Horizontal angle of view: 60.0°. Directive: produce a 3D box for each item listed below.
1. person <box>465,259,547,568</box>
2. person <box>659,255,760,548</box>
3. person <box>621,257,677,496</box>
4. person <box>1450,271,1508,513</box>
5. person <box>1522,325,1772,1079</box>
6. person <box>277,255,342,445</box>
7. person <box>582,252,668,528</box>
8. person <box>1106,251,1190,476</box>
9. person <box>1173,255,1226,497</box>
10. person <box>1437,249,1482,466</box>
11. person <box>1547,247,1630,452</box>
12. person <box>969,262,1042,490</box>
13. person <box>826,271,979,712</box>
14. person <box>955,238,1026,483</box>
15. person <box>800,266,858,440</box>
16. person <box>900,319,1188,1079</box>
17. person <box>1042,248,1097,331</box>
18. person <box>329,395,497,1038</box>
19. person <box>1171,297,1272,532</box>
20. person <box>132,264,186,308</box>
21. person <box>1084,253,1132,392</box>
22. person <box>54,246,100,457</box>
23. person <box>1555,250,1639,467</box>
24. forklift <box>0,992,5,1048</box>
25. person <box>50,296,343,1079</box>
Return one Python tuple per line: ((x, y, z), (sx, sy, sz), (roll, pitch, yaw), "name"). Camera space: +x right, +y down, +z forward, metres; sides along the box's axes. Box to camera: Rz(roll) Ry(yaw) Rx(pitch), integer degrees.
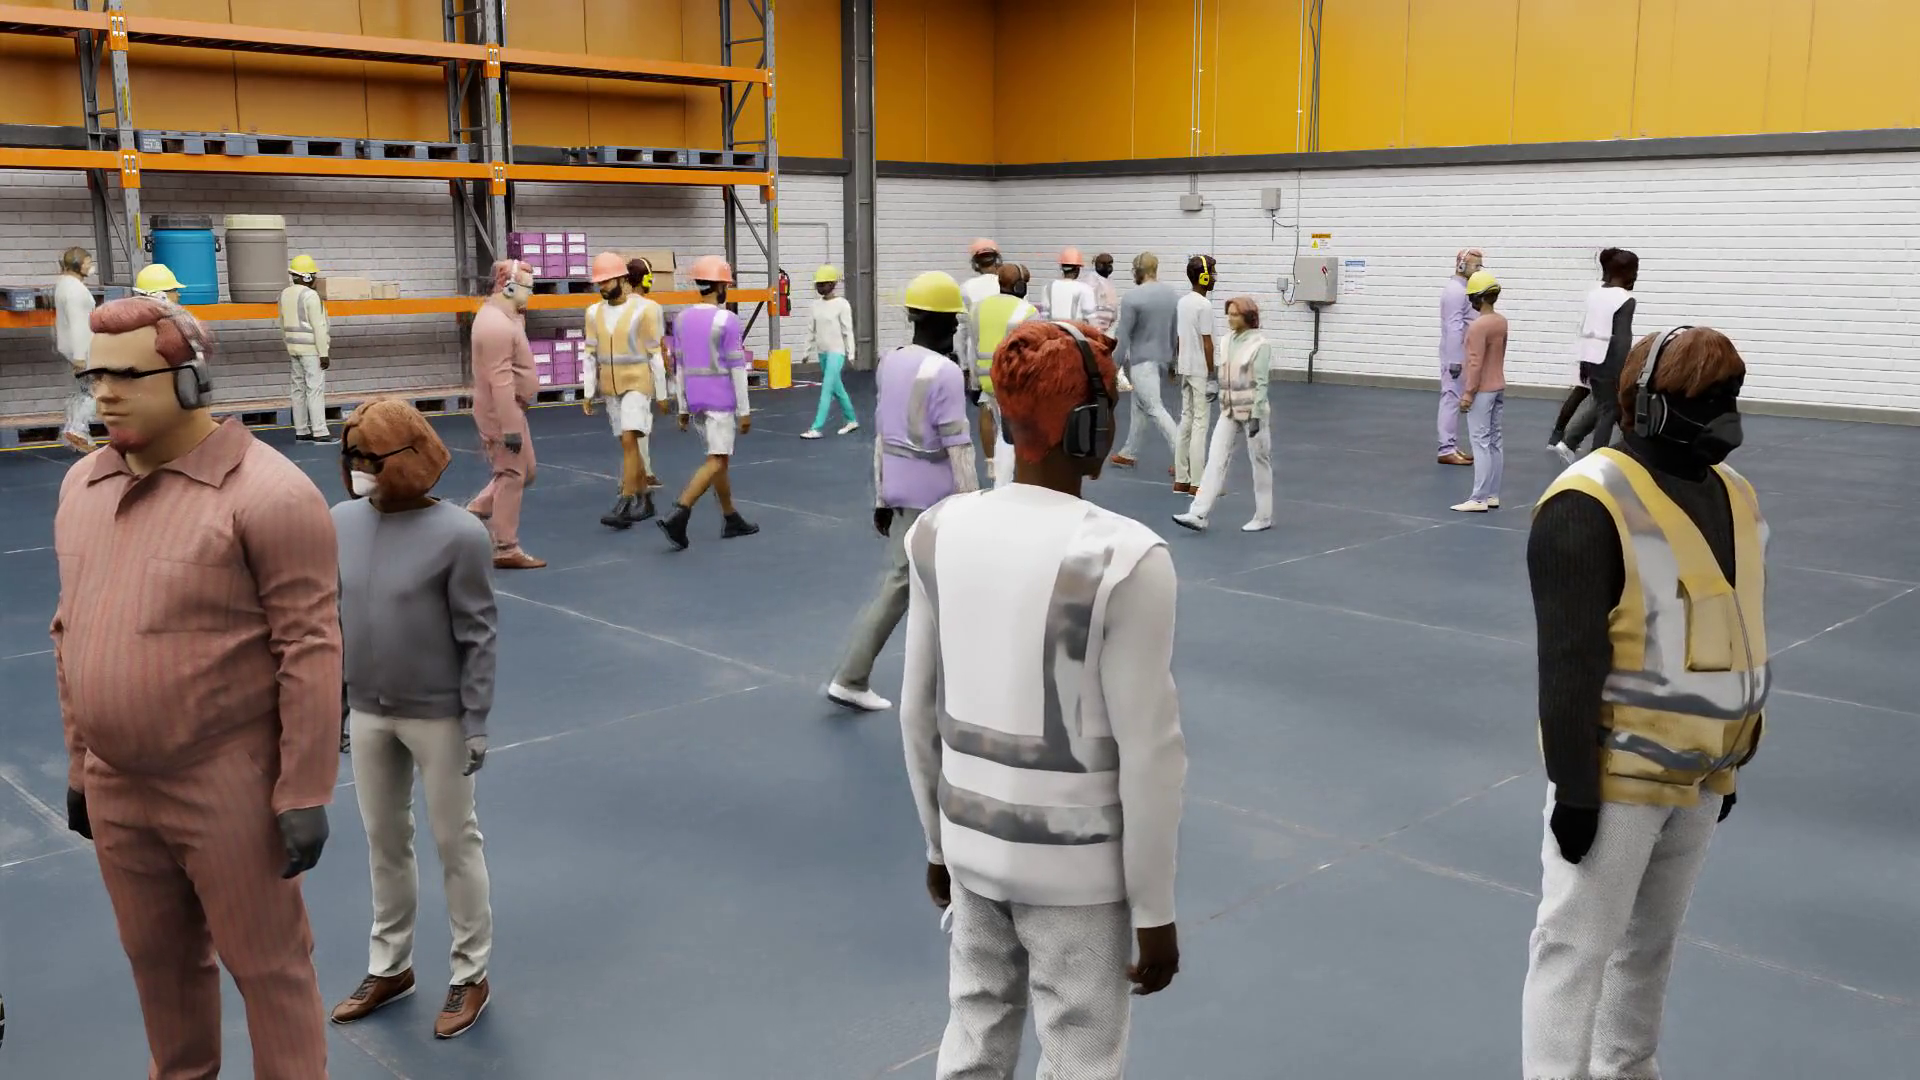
((-2.780, -0.738, 10.007), (0.509, 1.880, 0.681), (-2, 11, -13), "person")
((-1.655, -0.899, 10.851), (0.556, 1.904, 0.901), (8, 13, 35), "person")
((-2.444, -1.273, 13.010), (0.542, 1.842, 0.711), (6, 12, 31), "person")
((3.821, -1.081, 12.207), (0.328, 1.761, 0.523), (9, 14, 40), "person")
((1.440, 0.478, 3.479), (0.624, 1.845, 0.430), (-7, 13, -34), "person")
((-6.308, -1.835, 16.114), (0.587, 1.835, 0.403), (7, 12, 33), "person")
((-2.396, -1.029, 11.548), (0.552, 1.894, 0.896), (4, 11, 22), "person")
((1.648, -1.497, 14.133), (0.664, 1.900, 1.002), (-9, 14, -41), "person")
((1.859, -1.265, 12.906), (0.328, 1.872, 0.510), (-4, 11, -21), "person")
((4.458, -1.623, 14.781), (0.401, 1.906, 0.662), (4, 11, 22), "person")
((6.007, -1.753, 15.459), (1.020, 1.908, 0.624), (3, 11, 18), "person")
((0.414, -1.138, 12.351), (0.650, 1.820, 0.584), (9, 14, 41), "person")
((-0.159, -0.205, 7.127), (1.001, 1.880, 0.608), (-5, 12, -28), "person")
((0.299, -1.485, 13.769), (0.701, 1.991, 0.688), (2, 11, 12), "person")
((-1.307, -1.887, 16.715), (0.552, 1.719, 0.904), (9, 14, 40), "person")
((0.146, 0.564, 2.901), (0.575, 1.882, 0.360), (10, 14, 43), "person")
((1.161, -2.081, 17.325), (0.571, 1.878, 1.012), (7, 12, 32), "person")
((-1.401, 0.447, 4.216), (0.498, 1.633, 0.278), (3, 11, 18), "person")
((1.825, -0.827, 11.219), (0.807, 1.599, 0.541), (-7, 12, -33), "person")
((-5.174, -0.876, 10.880), (0.404, 1.837, 0.593), (-7, 12, -33), "person")
((1.810, -2.811, 21.565), (0.980, 1.794, 0.652), (7, 13, 35), "person")
((-7.953, -1.696, 15.113), (0.436, 1.923, 0.649), (-8, 13, -35), "person")
((5.337, -1.449, 13.842), (0.507, 1.895, 0.624), (-2, 11, -9), "person")
((-3.245, 0.323, 3.363), (2.313, 2.155, 1.214), (2, 11, 13), "forklift")
((-1.551, 0.474, 3.329), (0.655, 1.905, 0.407), (4, 11, 20), "person")
